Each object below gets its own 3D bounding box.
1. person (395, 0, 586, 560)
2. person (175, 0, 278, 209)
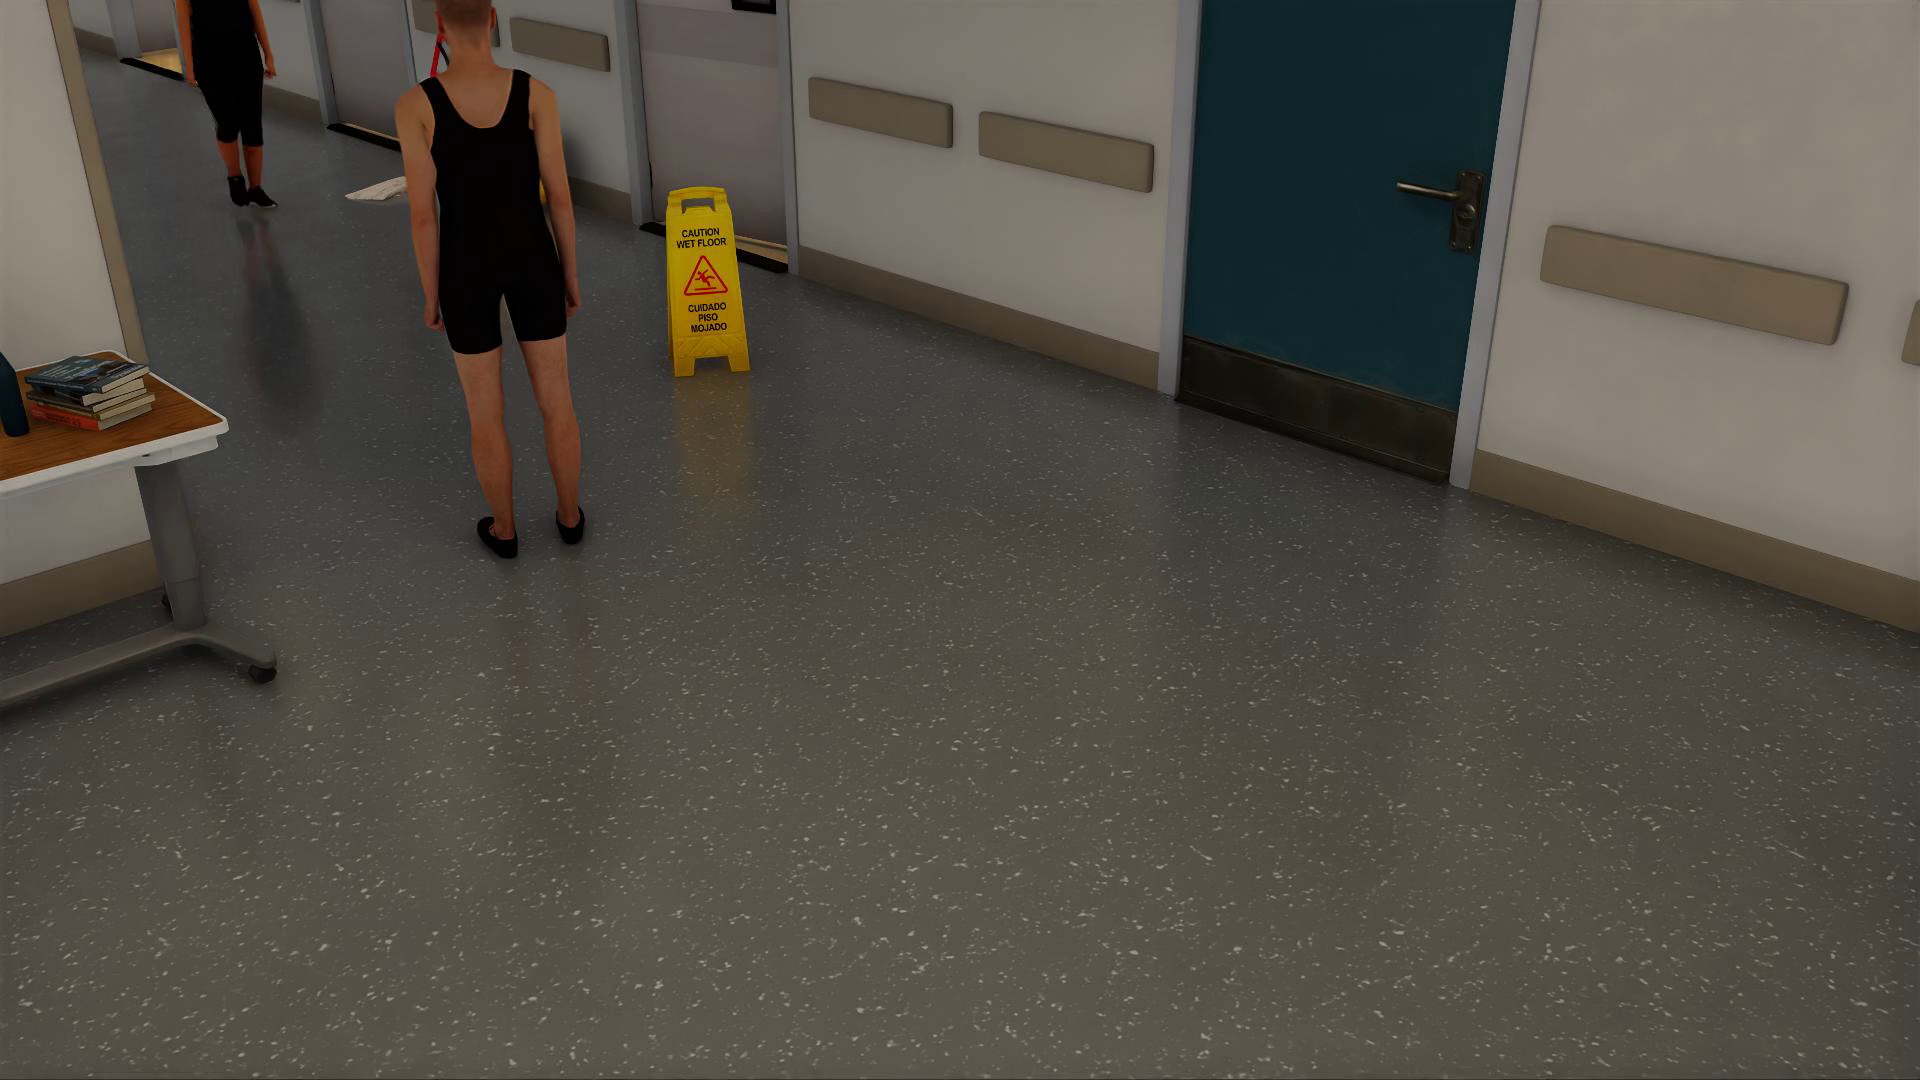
[{"bbox_3d":[-1.426,-0.814,5.154,0.699,1.815,0.639,-11,28,-22],"label":"person"},{"bbox_3d":[-4.070,-2.651,9.149,0.613,1.654,0.587,-22,33,-38],"label":"person"}]
